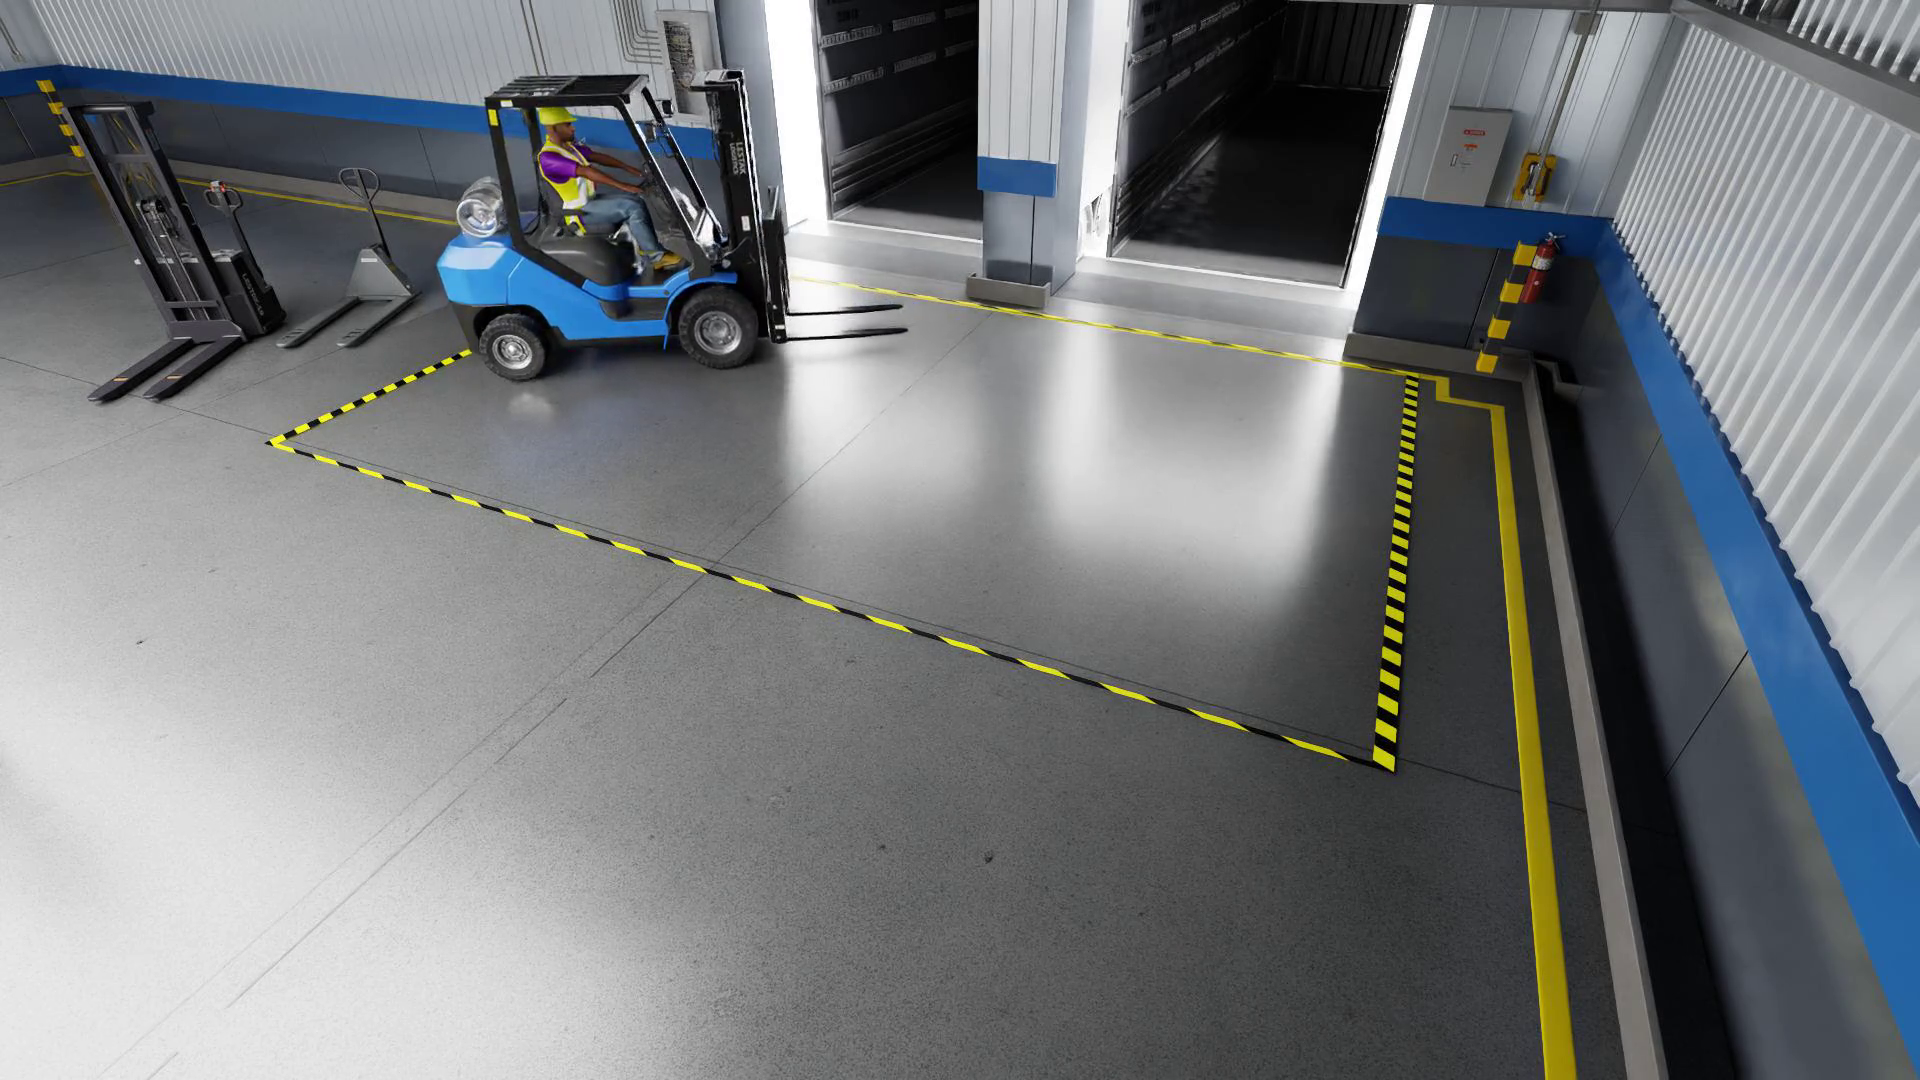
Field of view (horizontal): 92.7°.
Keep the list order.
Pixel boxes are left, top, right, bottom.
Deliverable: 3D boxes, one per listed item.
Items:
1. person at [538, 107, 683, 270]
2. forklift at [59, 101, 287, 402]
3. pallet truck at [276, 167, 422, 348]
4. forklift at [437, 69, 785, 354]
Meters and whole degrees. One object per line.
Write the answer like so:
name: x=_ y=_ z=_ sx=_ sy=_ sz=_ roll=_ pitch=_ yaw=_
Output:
person: x=-2.819 y=-2.859 z=7.473 sx=1.004 sy=1.293 sz=0.635 roll=-4 pitch=35 yaw=-6
forklift: x=-6.686 y=-2.387 z=7.434 sx=0.823 sy=1.965 sz=1.885 roll=-3 pitch=35 yaw=-5
pallet truck: x=-5.732 y=-2.611 z=8.414 sx=0.680 sy=1.201 sz=1.601 roll=-1 pitch=35 yaw=-1
forklift: x=-2.879 y=-2.706 z=7.580 sx=2.680 sy=2.036 sz=1.157 roll=-4 pitch=35 yaw=-6
